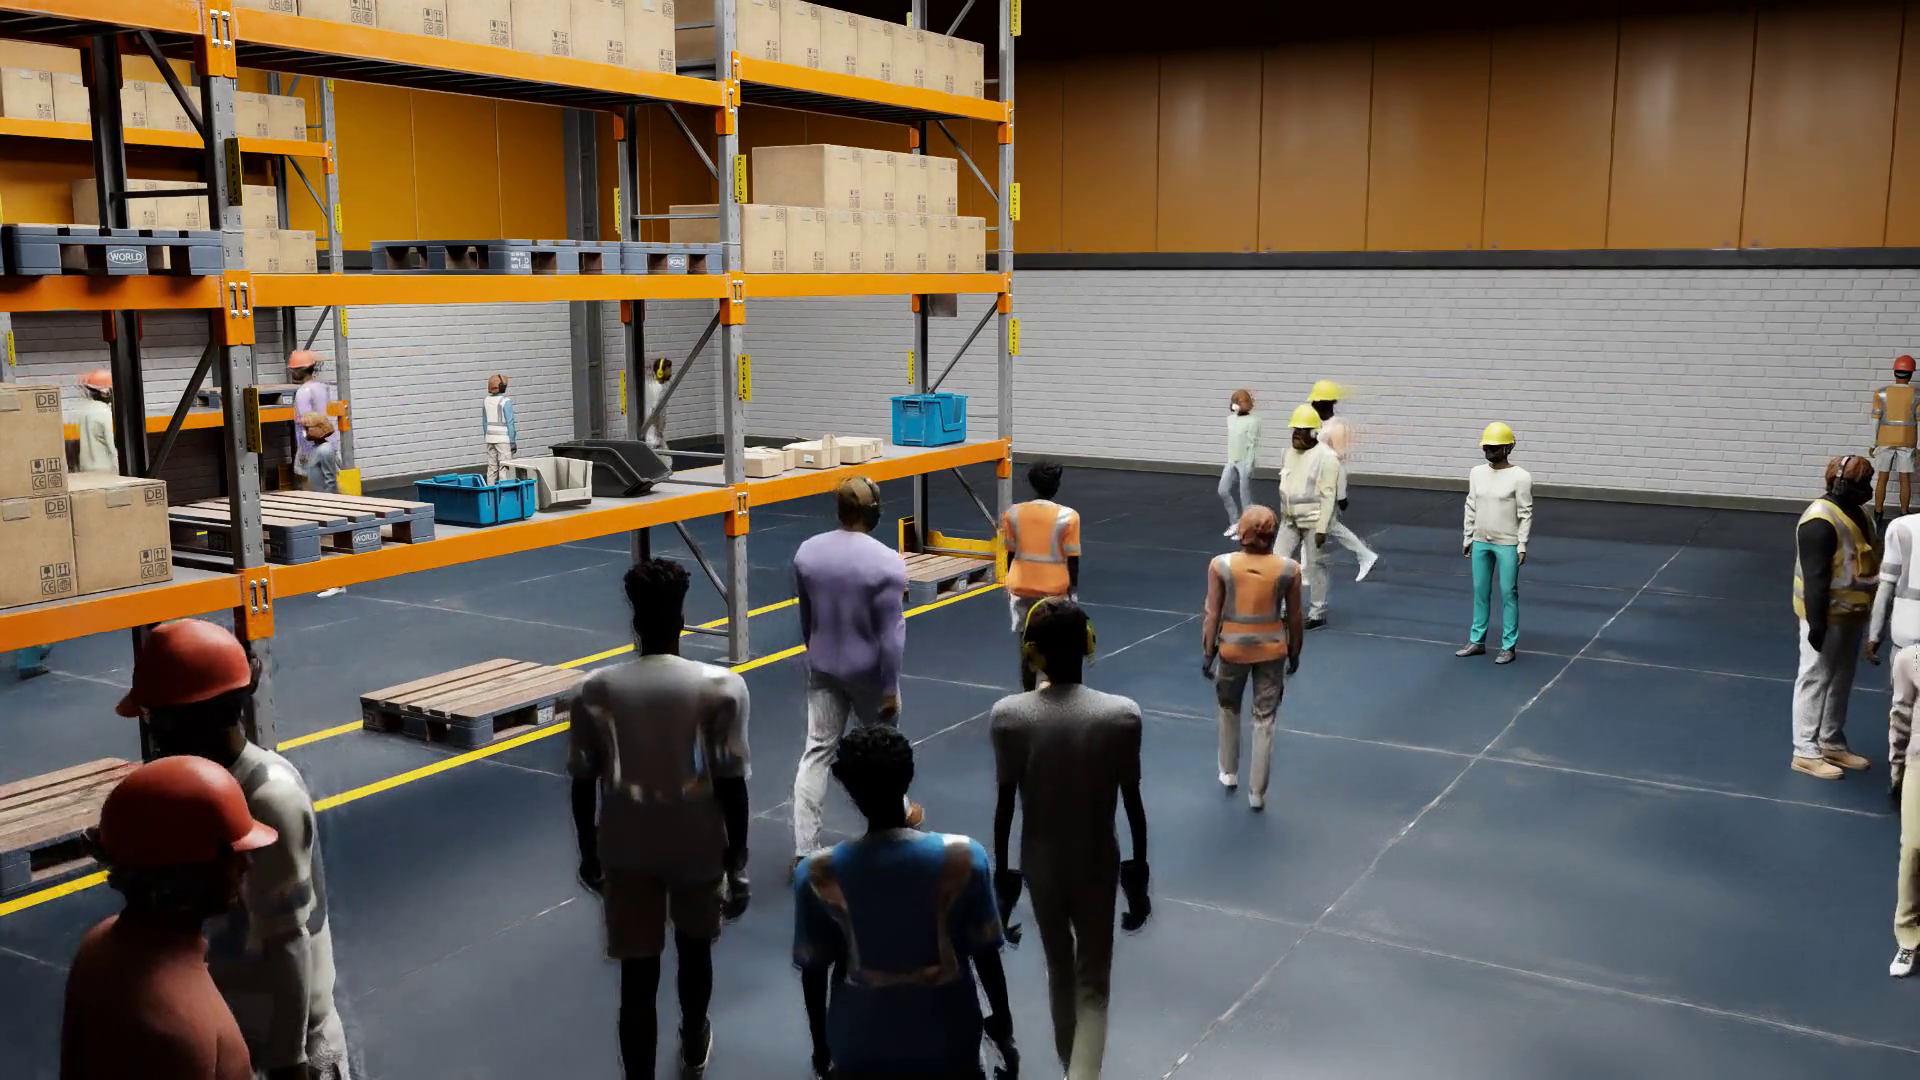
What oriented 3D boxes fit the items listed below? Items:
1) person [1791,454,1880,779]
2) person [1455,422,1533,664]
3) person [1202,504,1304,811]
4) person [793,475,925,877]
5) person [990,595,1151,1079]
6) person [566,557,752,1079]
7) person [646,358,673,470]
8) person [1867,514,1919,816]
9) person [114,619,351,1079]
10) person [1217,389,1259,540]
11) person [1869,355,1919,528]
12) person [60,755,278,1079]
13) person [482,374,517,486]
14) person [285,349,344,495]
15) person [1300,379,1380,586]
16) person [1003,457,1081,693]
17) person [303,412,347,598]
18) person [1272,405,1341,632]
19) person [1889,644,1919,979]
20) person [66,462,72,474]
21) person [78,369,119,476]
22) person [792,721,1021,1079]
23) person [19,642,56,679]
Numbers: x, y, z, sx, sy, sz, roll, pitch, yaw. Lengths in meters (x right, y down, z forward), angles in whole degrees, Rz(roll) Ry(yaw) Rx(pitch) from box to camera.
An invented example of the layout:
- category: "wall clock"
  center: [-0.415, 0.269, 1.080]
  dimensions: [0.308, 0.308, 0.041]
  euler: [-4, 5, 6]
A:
- category: "person"
  center: [4.947, 0.428, 9.398]
  dimensions: [0.632, 1.840, 0.429]
  euler: [-8, 12, -40]
- category: "person"
  center: [3.900, 0.022, 12.136]
  dimensions: [0.328, 1.767, 0.530]
  euler: [-7, 12, -38]
- category: "person"
  center: [1.572, 0.607, 8.962]
  dimensions: [0.536, 1.611, 0.674]
  euler: [1, 9, 7]
- category: "person"
  center: [-0.516, 0.628, 7.990]
  dimensions: [0.644, 1.888, 1.021]
  euler: [4, 10, 26]
- category: "person"
  center: [0.340, 1.095, 5.281]
  dimensions: [0.517, 1.829, 0.899]
  euler: [2, 9, 10]
- category: "person"
  center: [-0.994, 1.016, 5.514]
  dimensions: [0.614, 1.907, 1.024]
  euler: [-1, 9, -4]
- category: "person"
  center: [-3.773, -1.303, 20.251]
  dimensions: [0.809, 1.831, 0.577]
  euler: [-2, 9, -12]
- category: "person"
  center: [5.106, 0.502, 8.704]
  dimensions: [0.594, 1.902, 0.575]
  euler: [7, 12, 39]
- category: "person"
  center: [-1.718, 1.156, 4.344]
  dimensions: [0.609, 2.012, 0.936]
  euler: [8, 12, 40]
- category: "person"
  center: [2.972, -0.796, 17.691]
  dimensions: [0.368, 1.619, 0.503]
  euler: [-6, 11, -35]
- category: "person"
  center: [10.450, -1.090, 18.543]
  dimensions: [0.552, 1.936, 0.358]
  euler: [6, 11, 32]
- category: "person"
  center: [-1.463, 1.356, 3.266]
  dimensions: [1.026, 1.938, 0.610]
  euler: [-8, 12, -41]
- category: "person"
  center: [-5.499, -1.157, 19.886]
  dimensions: [0.512, 1.642, 0.311]
  euler: [6, 11, 34]
- category: "person"
  center: [-7.001, -1.058, 18.067]
  dimensions: [0.739, 2.027, 0.631]
  euler: [0, 9, 1]
- category: "person"
  center: [3.393, -0.514, 15.094]
  dimensions: [0.885, 1.901, 0.579]
  euler: [0, 9, 0]
- category: "person"
  center: [0.523, 0.314, 10.580]
  dimensions: [0.543, 1.683, 0.367]
  euler: [4, 10, 23]
- category: "person"
  center: [-5.607, -0.313, 14.646]
  dimensions: [0.268, 1.630, 0.507]
  euler: [-6, 11, -31]
- category: "person"
  center: [2.629, -0.147, 13.040]
  dimensions: [0.705, 1.807, 0.627]
  euler: [-6, 11, -34]
- category: "person"
  center: [4.101, 0.948, 6.863]
  dimensions: [0.496, 1.605, 0.776]
  euler: [7, 12, 38]
- category: "person"
  center: [-7.132, -0.147, 12.955]
  dimensions: [0.627, 1.843, 0.429]
  euler: [5, 10, 29]
- category: "person"
  center: [-8.117, -0.627, 15.630]
  dimensions: [0.636, 1.960, 0.973]
  euler: [8, 12, 41]
- category: "person"
  center: [-0.140, 1.312, 4.365]
  dimensions: [0.597, 1.665, 0.391]
  euler: [0, 9, -2]
- category: "person"
  center: [-6.642, 0.039, 11.930]
  dimensions: [0.611, 1.793, 0.936]
  euler: [-1, 9, -4]
